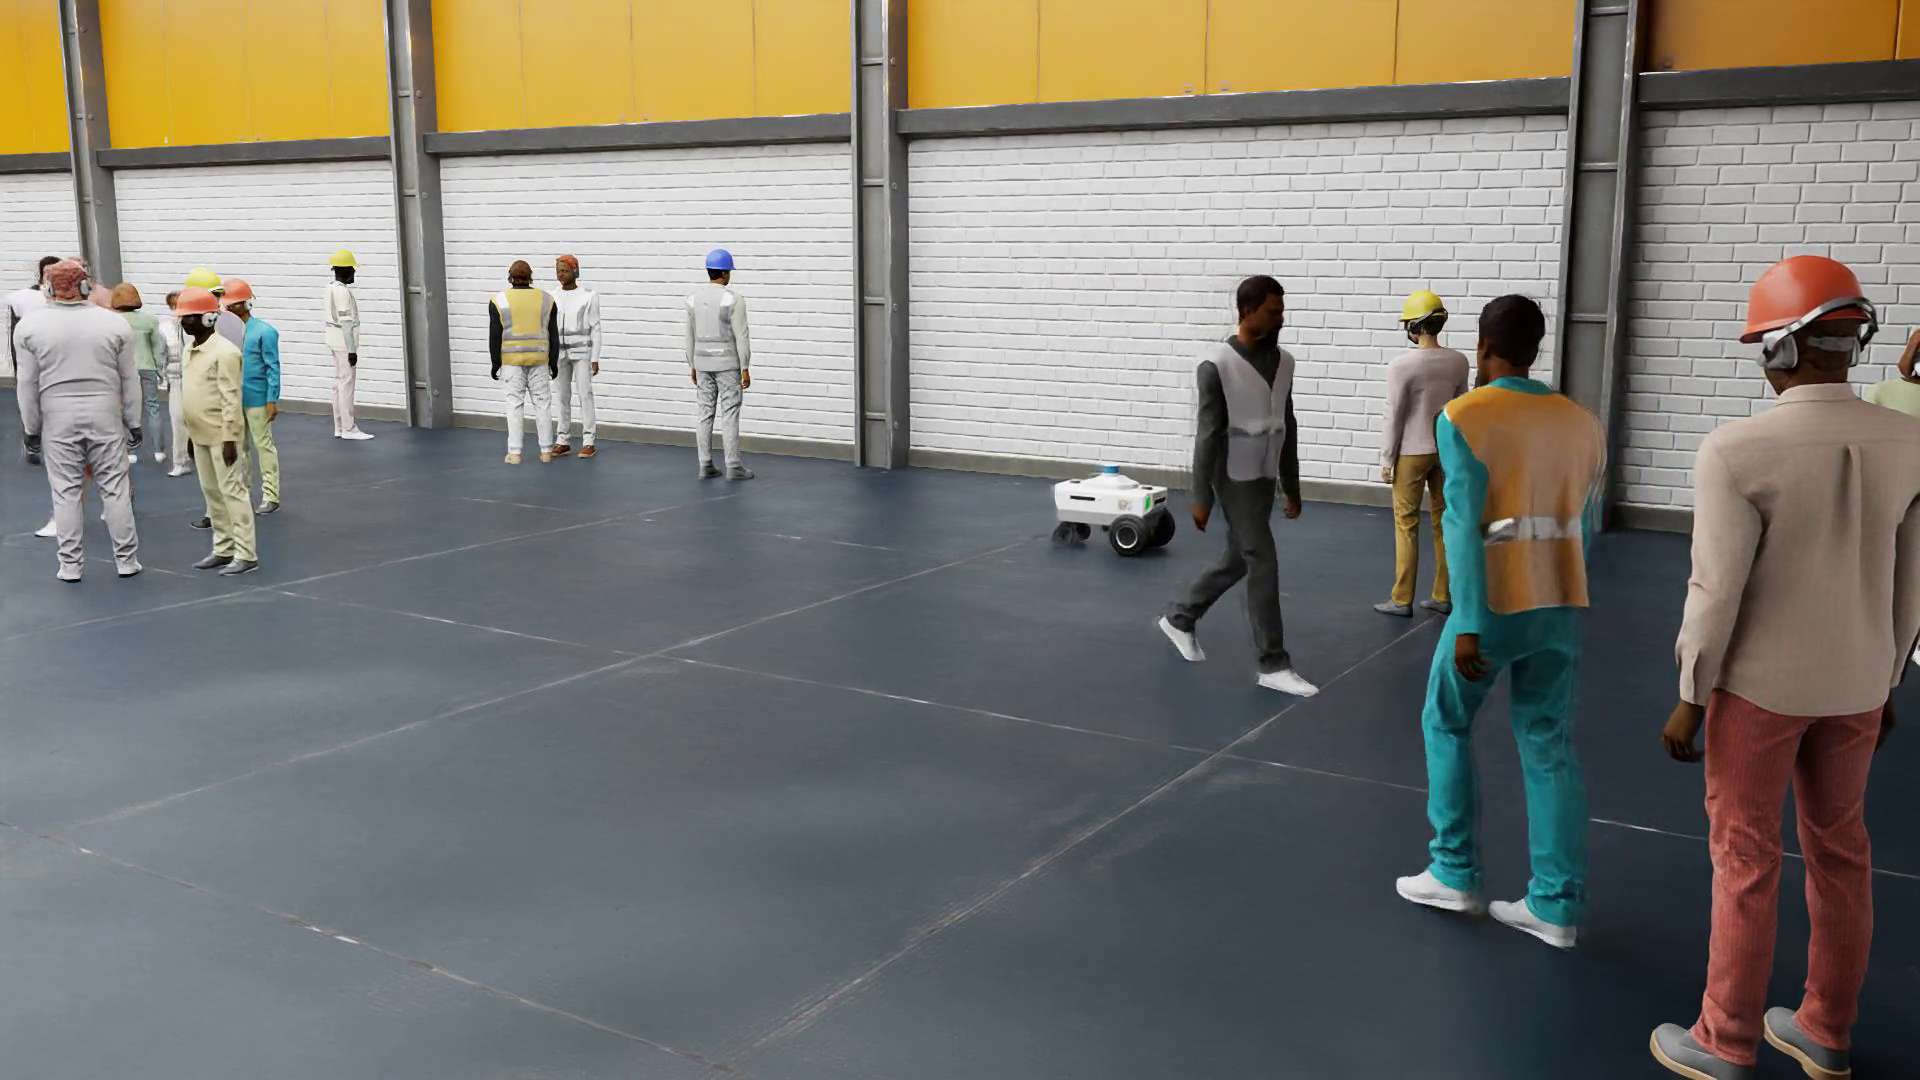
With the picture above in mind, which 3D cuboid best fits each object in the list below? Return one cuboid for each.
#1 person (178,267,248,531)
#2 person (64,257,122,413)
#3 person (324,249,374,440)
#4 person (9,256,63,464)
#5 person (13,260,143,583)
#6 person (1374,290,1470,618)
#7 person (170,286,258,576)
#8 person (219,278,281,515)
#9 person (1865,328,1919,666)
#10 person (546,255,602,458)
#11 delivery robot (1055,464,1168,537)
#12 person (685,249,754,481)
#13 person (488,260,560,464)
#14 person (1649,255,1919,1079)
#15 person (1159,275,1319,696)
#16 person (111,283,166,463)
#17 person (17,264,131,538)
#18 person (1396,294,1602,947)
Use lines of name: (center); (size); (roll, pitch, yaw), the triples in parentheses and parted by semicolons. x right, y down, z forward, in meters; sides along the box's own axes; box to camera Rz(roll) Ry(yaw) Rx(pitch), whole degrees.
person: (-5.233, -0.981, 11.643); (0.404, 1.833, 0.590); (2, 10, 8)
person: (-8.875, -1.943, 16.924); (0.664, 1.866, 0.987); (0, 10, -1)
person: (-6.244, -1.979, 16.908); (0.367, 1.928, 0.584); (-7, 12, -33)
person: (-8.125, -1.587, 14.871); (0.613, 1.882, 0.444); (-1, 10, -6)
person: (-5.218, -0.701, 9.893); (0.652, 1.904, 0.404); (-6, 12, -30)
person: (2.480, -0.457, 8.954); (0.524, 1.761, 0.339); (-4, 11, -21)
person: (-4.551, -0.659, 10.090); (0.572, 1.747, 0.343); (8, 13, 38)
person: (-5.293, -1.059, 12.303); (0.562, 1.748, 0.334); (3, 11, 17)
person: (4.520, -0.205, 7.894); (0.497, 1.633, 0.278); (3, 11, 18)
person: (-3.626, -1.704, 15.508); (0.583, 1.882, 0.350); (2, 11, 13)
delivery robot: (0.984, -0.256, 10.897); (0.707, 0.478, 0.477); (6, 12, 29)
person: (-2.026, -1.471, 14.035); (0.618, 1.945, 0.394); (5, 11, 27)
person: (-3.960, -1.612, 15.115); (0.637, 1.842, 0.429); (-5, 11, -26)
person: (1.947, 0.337, 3.915); (0.608, 1.987, 0.388); (-2, 10, -12)
person: (1.284, -0.284, 7.668); (0.596, 1.877, 0.963); (-9, 14, -42)
person: (-7.522, -1.518, 15.163); (0.498, 1.636, 0.278); (-8, 13, -36)
person: (-6.219, -1.005, 11.685); (0.639, 1.866, 0.953); (4, 11, 20)
person: (1.627, 0.224, 4.899); (0.625, 1.855, 0.695); (-4, 11, -21)
